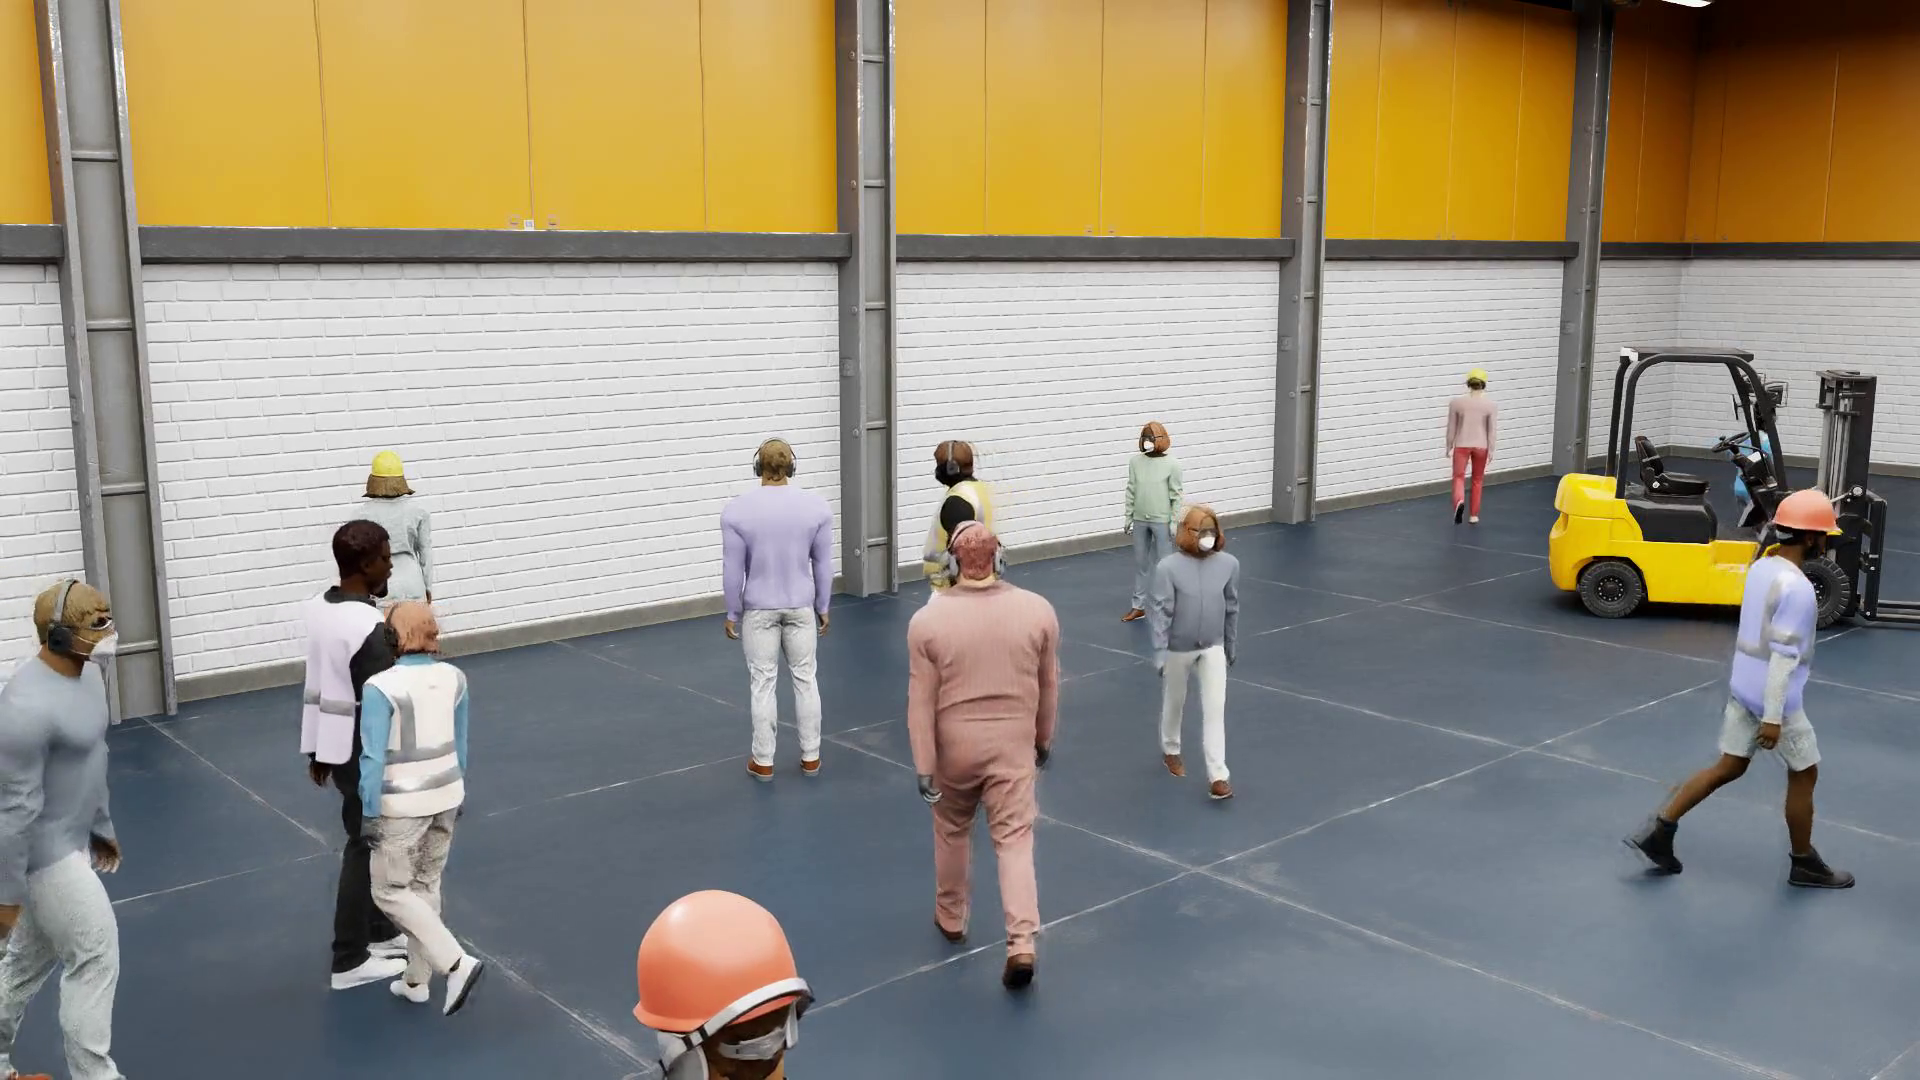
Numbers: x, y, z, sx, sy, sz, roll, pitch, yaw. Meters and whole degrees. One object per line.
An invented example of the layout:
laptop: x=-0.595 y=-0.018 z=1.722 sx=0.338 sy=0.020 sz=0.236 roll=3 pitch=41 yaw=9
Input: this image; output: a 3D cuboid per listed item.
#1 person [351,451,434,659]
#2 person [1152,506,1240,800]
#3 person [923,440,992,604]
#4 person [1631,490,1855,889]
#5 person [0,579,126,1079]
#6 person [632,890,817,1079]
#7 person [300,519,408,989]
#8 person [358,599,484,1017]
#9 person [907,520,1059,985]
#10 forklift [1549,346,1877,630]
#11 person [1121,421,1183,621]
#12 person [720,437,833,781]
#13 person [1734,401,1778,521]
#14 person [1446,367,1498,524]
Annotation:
person: x=-3.531 y=0.311 z=10.389 sx=0.486 sy=1.744 sz=0.294 roll=-6 pitch=12 yaw=-33
person: x=1.301 y=0.600 z=9.133 sx=0.517 sy=1.583 sz=0.877 roll=-2 pitch=10 yaw=-10
person: x=-0.028 y=0.293 z=10.257 sx=0.457 sy=1.824 sz=0.633 roll=2 pitch=10 yaw=12
person: x=3.679 y=0.699 z=7.728 sx=0.963 sy=1.896 sz=0.563 roll=1 pitch=10 yaw=3
person: x=-3.124 y=1.066 z=5.593 sx=0.741 sy=1.894 sz=0.643 roll=-3 pitch=10 yaw=-15
person: x=-0.331 y=1.514 z=2.633 sx=0.611 sy=1.986 sz=0.393 roll=-9 pitch=13 yaw=-42
person: x=-2.348 y=0.852 z=6.749 sx=0.608 sy=1.898 sz=0.599 roll=-8 pitch=13 yaw=-40
person: x=-2.050 y=1.045 z=6.452 sx=0.557 sy=1.613 sz=0.557 roll=5 pitch=11 yaw=28
person: x=0.107 y=0.857 z=6.837 sx=0.643 sy=1.871 sz=0.928 roll=-1 pitch=10 yaw=-8
forklift: x=6.109 y=-0.478 z=13.691 sx=2.313 sy=2.155 sz=1.214 roll=3 pitch=10 yaw=16
person: x=1.539 y=-0.137 z=13.333 sx=0.497 sy=1.633 sz=0.285 roll=7 pitch=12 yaw=34
person: x=-1.026 y=0.392 z=9.346 sx=0.628 sy=1.939 sz=0.375 roll=-3 pitch=10 yaw=-15
person: x=7.006 y=-0.416 z=14.804 sx=0.507 sy=1.686 sz=0.533 roll=0 pitch=10 yaw=-1
person: x=5.569 y=-1.011 z=18.117 sx=0.528 sy=1.743 sz=0.659 roll=3 pitch=10 yaw=16
